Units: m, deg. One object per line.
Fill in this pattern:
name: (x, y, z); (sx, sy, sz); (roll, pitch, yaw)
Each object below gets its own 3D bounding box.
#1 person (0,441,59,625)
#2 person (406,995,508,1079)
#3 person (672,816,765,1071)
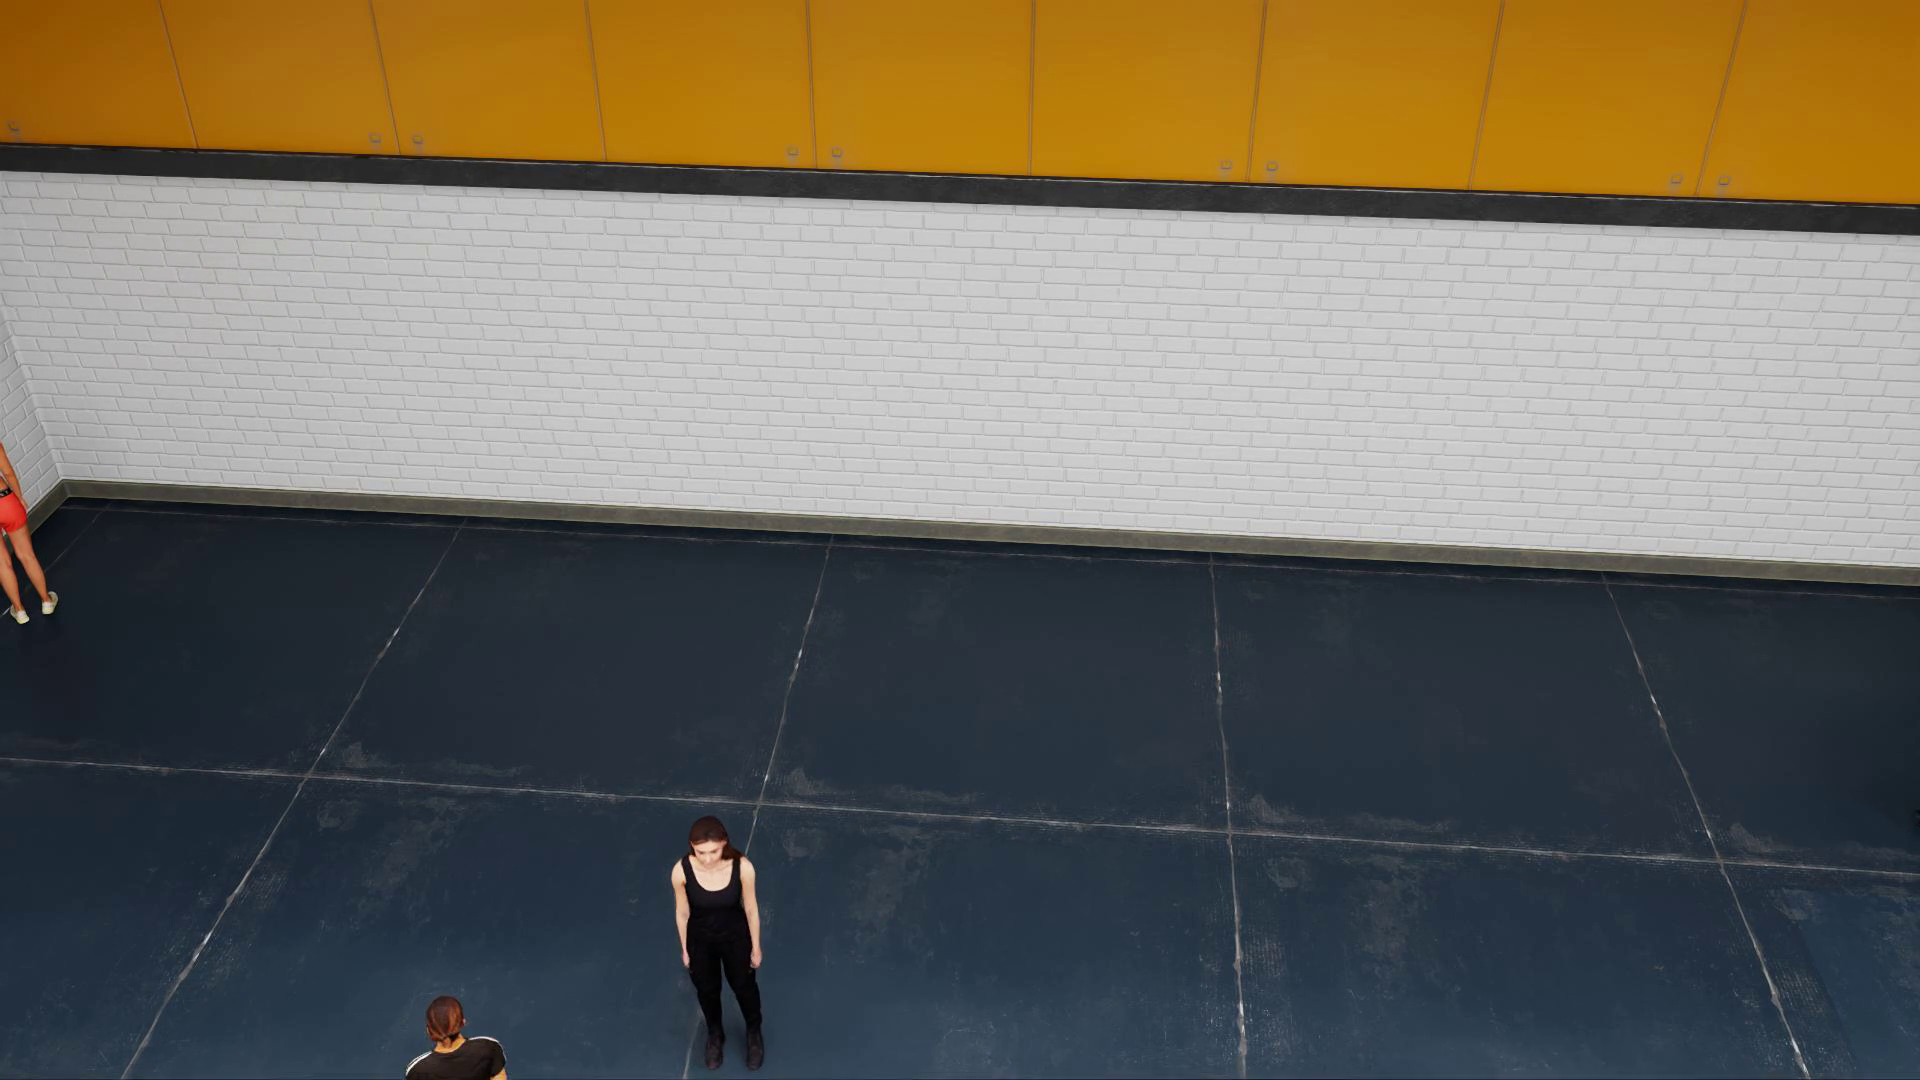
person: (-6.910, -0.201, 11.913); (0.678, 1.791, 0.725); (-19, 38, -26)
person: (-2.223, 2.773, 7.585); (0.988, 1.630, 1.162); (-16, 37, -23)
person: (-1.252, 2.060, 8.605); (0.610, 1.688, 0.595); (-3, 34, -4)
